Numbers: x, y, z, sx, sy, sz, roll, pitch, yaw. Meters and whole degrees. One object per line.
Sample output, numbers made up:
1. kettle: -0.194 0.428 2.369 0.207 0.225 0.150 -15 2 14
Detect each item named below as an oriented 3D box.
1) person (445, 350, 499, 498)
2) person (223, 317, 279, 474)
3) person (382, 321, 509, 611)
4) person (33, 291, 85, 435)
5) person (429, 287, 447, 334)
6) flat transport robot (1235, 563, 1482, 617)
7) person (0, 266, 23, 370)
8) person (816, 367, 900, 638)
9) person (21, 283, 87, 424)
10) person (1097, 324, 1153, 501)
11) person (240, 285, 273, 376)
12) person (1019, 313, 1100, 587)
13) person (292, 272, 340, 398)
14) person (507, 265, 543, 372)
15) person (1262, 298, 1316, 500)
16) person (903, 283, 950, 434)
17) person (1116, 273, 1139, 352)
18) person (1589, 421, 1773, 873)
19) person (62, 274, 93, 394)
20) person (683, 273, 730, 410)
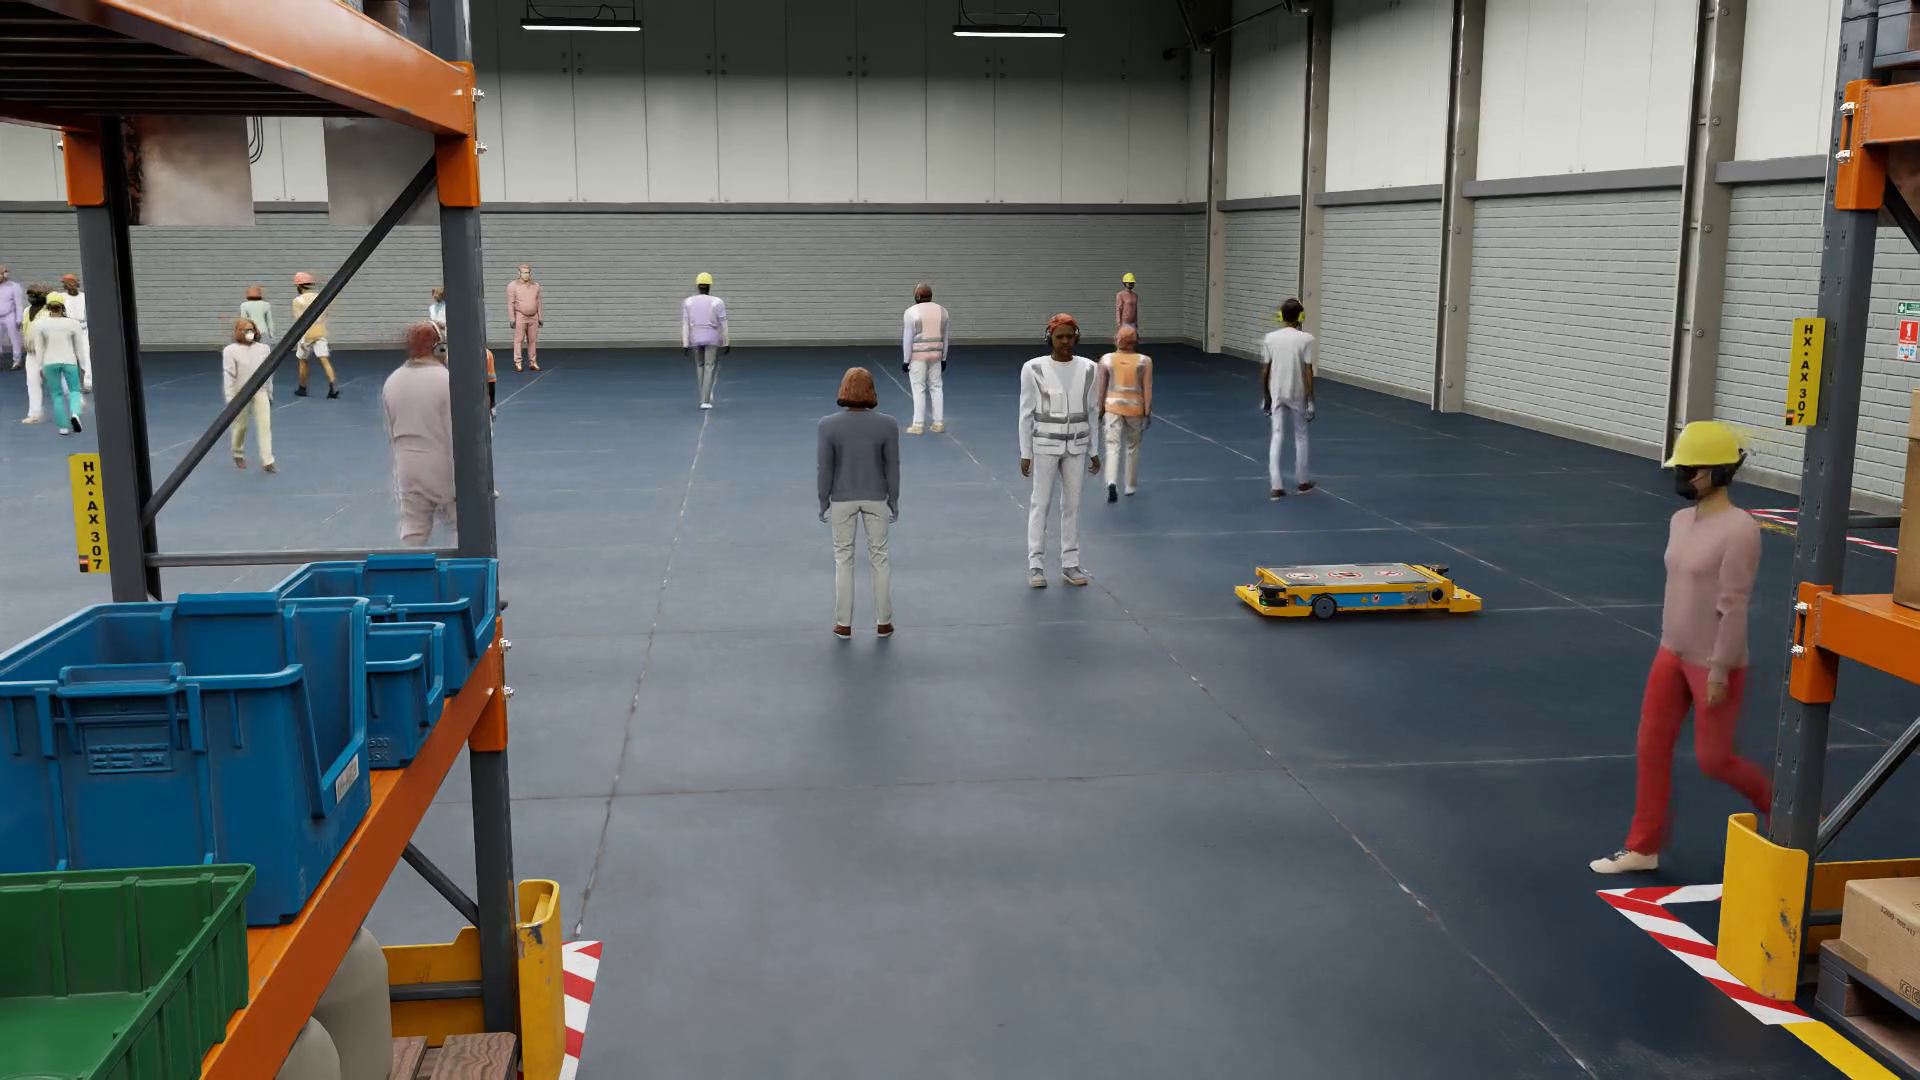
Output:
1. person: -4.492 -1.198 15.183 0.536 1.696 0.321 -1 10 -6
2. person: -7.314 -1.493 17.081 0.514 1.594 0.844 -10 14 -43
3. person: -3.197 -0.421 10.395 0.673 1.881 0.785 5 11 25
4. person: -10.895 -2.129 20.151 0.526 1.754 0.465 -5 12 -26
5. person: -8.242 -3.249 26.634 0.513 1.614 0.742 4 11 19
6. flat transport robot: 2.570 0.315 10.798 1.431 0.197 0.652 -1 10 -7
7. person: -17.146 -3.946 29.743 0.678 1.870 0.914 0 10 -2
8. person: -0.611 -0.219 9.989 0.501 1.633 0.281 -1 10 -6
9. person: -11.890 -2.440 21.706 0.634 1.817 0.855 4 11 19
10. person: 1.503 -1.172 15.270 0.523 1.611 0.761 2 11 11
11. person: -11.671 -3.431 27.654 0.503 1.613 0.582 -8 13 -37
12. person: 0.688 -0.615 11.471 0.585 1.882 0.337 -3 11 -16
13. person: -9.679 -3.057 24.880 1.014 1.894 0.550 8 13 38
14. person: -7.778 -3.975 29.837 0.649 1.904 0.401 -9 14 -40
15. person: 3.089 -1.314 15.436 0.563 1.837 0.830 6 12 29
16. person: -0.436 -2.219 20.389 0.633 1.839 0.429 -6 12 -31
17. person: 2.982 -3.841 29.486 0.535 1.767 0.316 -9 14 -41
18. person: 2.794 0.424 6.169 0.707 1.742 0.528 -2 11 -11
19. person: -13.678 -3.193 25.764 0.629 1.841 0.983 -6 12 -30
20. person: -3.558 -2.808 23.472 0.609 1.889 0.913 2 10 9
